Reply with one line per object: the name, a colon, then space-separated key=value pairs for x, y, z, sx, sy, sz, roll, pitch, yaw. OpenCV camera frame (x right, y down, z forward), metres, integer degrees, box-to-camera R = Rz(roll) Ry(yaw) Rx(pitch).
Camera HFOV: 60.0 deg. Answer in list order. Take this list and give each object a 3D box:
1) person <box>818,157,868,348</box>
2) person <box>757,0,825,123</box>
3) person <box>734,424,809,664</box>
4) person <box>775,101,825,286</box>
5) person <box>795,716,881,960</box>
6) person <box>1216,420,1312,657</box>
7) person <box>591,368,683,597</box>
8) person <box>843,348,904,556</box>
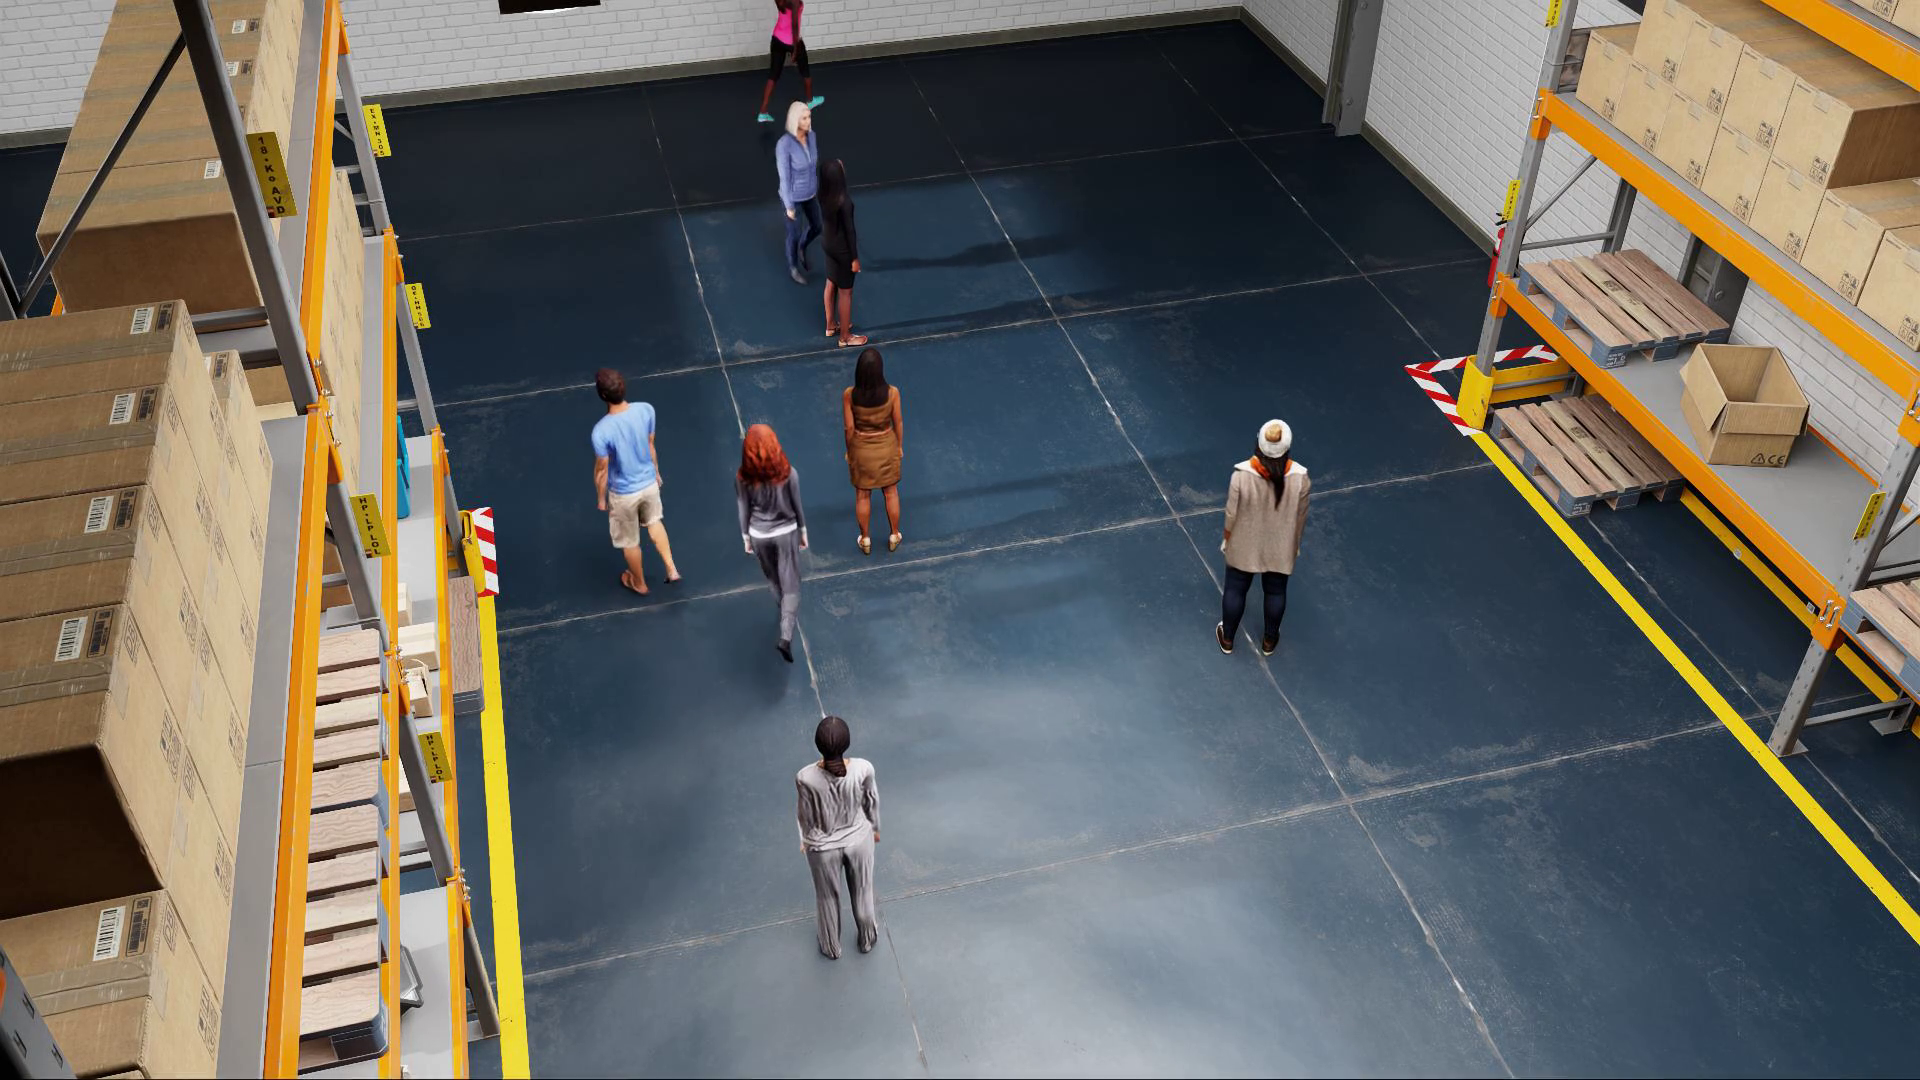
person: x=-1.020 y=-2.452 z=14.078 sx=0.729 sy=1.715 sz=0.550 roll=-21 pitch=43 yaw=-24
person: x=-1.898 y=-5.195 z=17.546 sx=1.159 sy=1.674 sz=1.091 roll=27 pitch=46 yaw=29
person: x=-1.227 y=0.049 z=10.913 sx=0.751 sy=1.758 sz=1.049 roll=0 pitch=39 yaw=0
person: x=-1.508 y=-3.142 z=14.934 sx=0.762 sy=1.727 sz=0.792 roll=-29 pitch=47 yaw=-32
person: x=-0.645 y=1.613 z=8.942 sx=0.602 sy=1.774 sz=0.544 roll=-7 pitch=39 yaw=-9
person: x=1.977 y=-0.017 z=10.890 sx=0.781 sy=1.890 sz=0.788 roll=4 pitch=39 yaw=5
person: x=-2.183 y=-0.338 z=11.318 sx=0.844 sy=1.857 sz=0.926 roll=-30 pitch=48 yaw=-32
person: x=-0.614 y=-0.622 z=11.808 sx=0.591 sy=1.688 sz=0.543 roll=-5 pitch=39 yaw=-6
